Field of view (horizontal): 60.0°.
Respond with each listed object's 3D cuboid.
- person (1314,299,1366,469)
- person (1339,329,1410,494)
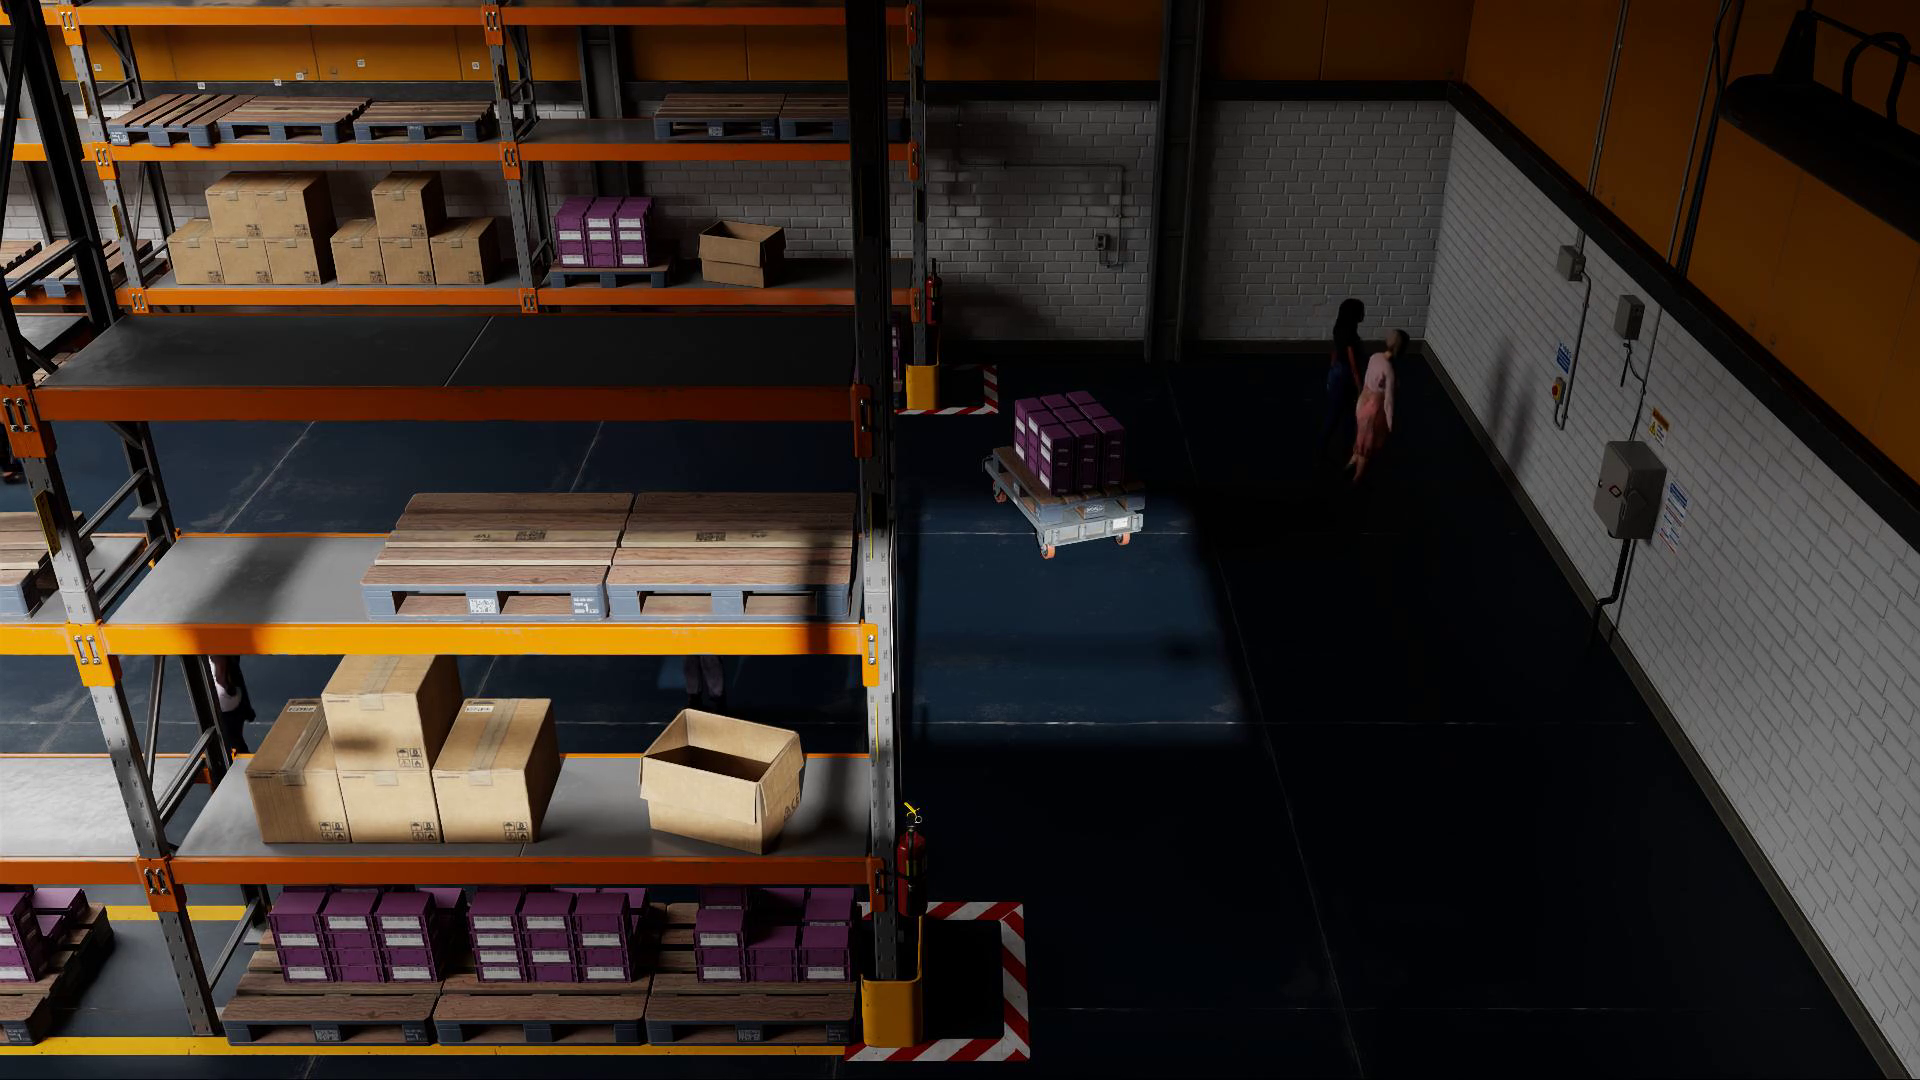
[{"bbox_3d":[3.568,-1.470,15.906,0.752,1.724,0.562,0,29,0],"label":"person"},{"bbox_3d":[3.754,-1.156,15.385,0.741,1.672,0.701,-7,29,-13],"label":"person"}]
